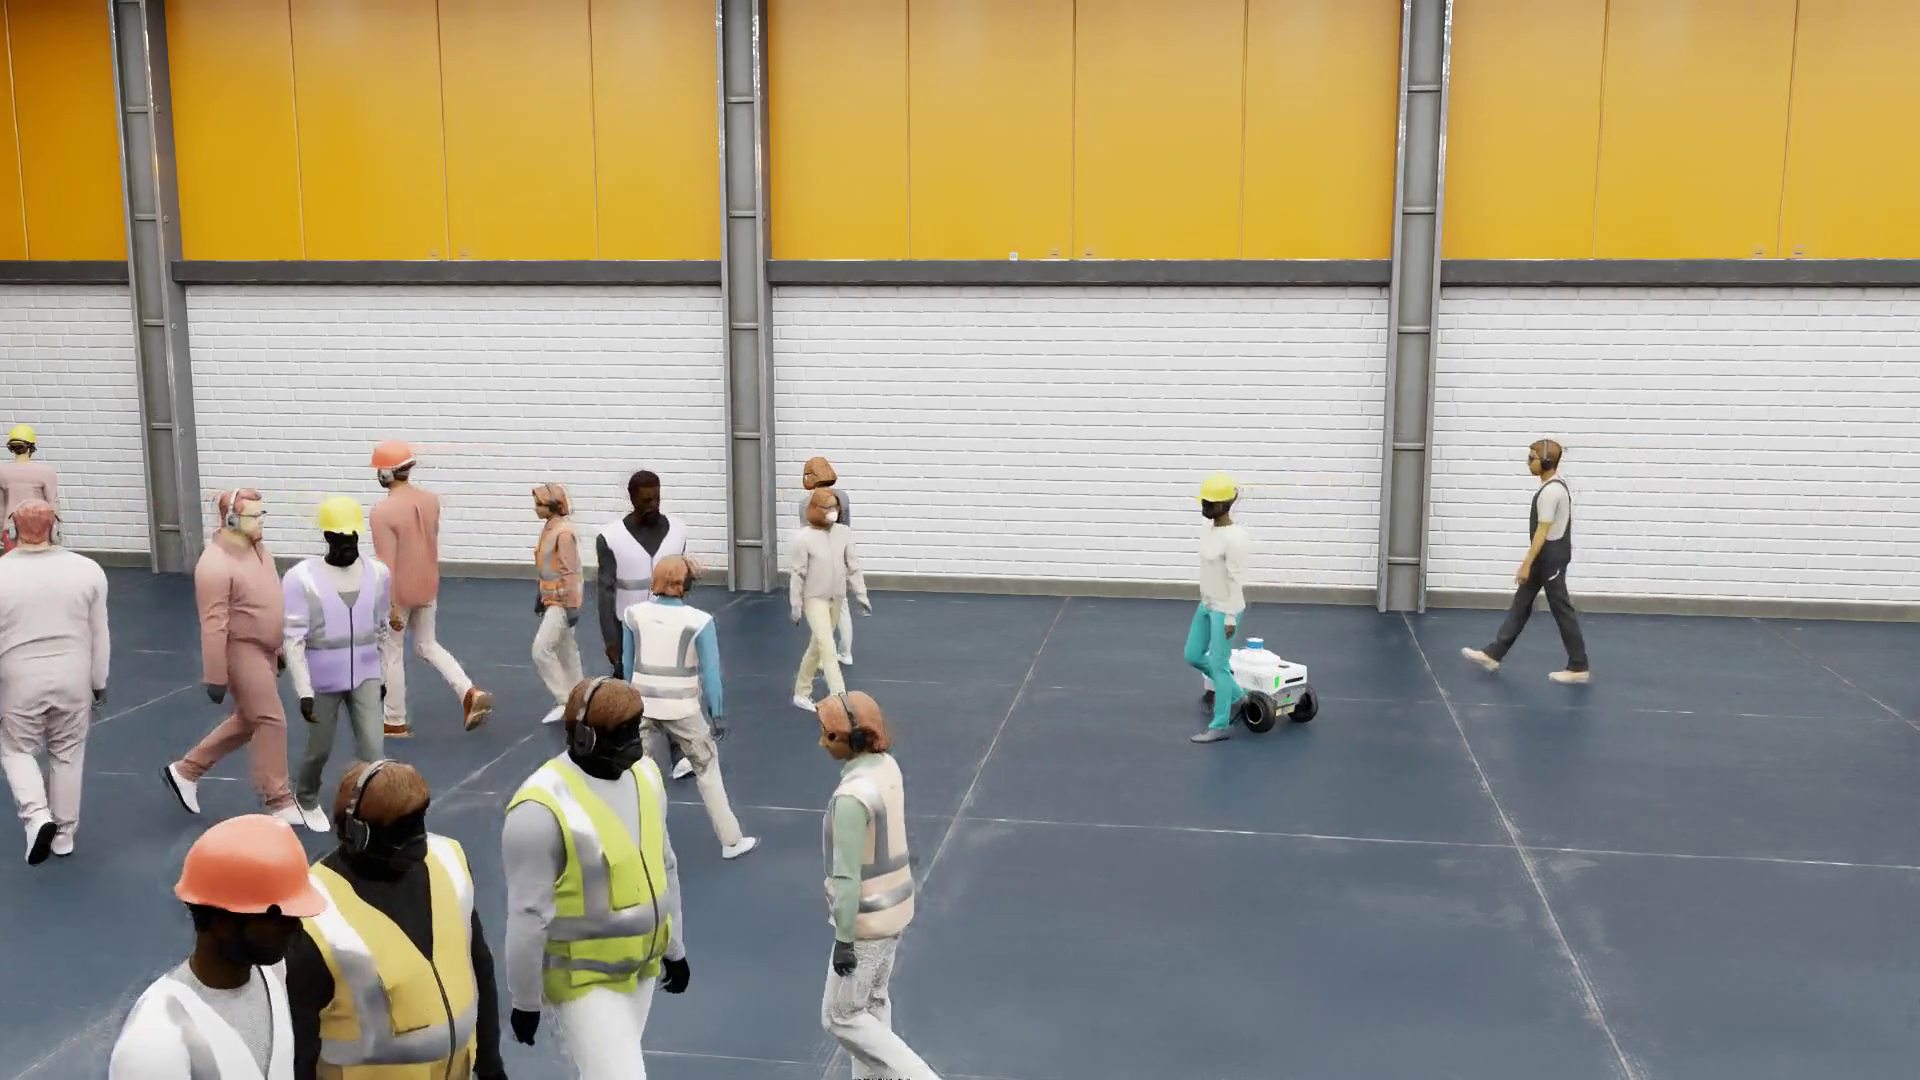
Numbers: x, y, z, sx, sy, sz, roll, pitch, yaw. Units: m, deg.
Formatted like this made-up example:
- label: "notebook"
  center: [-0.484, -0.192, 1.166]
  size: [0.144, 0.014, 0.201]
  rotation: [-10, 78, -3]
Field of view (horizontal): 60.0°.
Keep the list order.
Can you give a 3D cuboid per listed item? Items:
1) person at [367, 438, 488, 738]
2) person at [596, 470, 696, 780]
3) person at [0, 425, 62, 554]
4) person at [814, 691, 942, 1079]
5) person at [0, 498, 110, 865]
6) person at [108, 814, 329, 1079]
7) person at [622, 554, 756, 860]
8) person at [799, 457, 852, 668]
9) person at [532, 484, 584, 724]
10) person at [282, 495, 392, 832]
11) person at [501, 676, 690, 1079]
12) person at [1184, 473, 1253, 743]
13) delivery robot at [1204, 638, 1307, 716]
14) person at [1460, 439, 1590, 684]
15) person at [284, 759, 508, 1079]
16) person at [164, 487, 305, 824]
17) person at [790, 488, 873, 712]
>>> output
- label: "person"
  center: [-3.486, 0.327, 10.685]
  size: [0.772, 1.974, 0.613]
  rotation: [4, 10, 25]
- label: "person"
  center: [-1.873, 0.506, 9.956]
  size: [0.609, 1.857, 1.039]
  rotation: [-6, 11, -33]
- label: "person"
  center: [-7.774, -0.083, 13.889]
  size: [0.522, 1.758, 0.349]
  rotation: [-2, 9, -9]
- label: "person"
  center: [-0.270, 1.305, 5.727]
  size: [0.443, 1.621, 0.532]
  rotation: [2, 9, 13]
- label: "person"
  center: [-4.641, 0.738, 8.447]
  size: [0.645, 1.886, 0.569]
  rotation: [-7, 11, -37]
- label: "person"
  center: [-1.584, 1.515, 3.638]
  size: [1.034, 1.874, 0.599]
  rotation: [2, 9, 11]
- label: "person"
  center: [-1.431, 0.871, 8.506]
  size: [0.685, 1.603, 0.473]
  rotation: [2, 9, 10]
- label: "person"
  center: [-1.034, 0.174, 12.728]
  size: [0.312, 1.623, 0.498]
  rotation: [9, 13, 43]
- label: "person"
  center: [-2.717, 0.430, 11.109]
  size: [0.459, 1.619, 0.549]
  rotation: [-4, 10, -25]
- label: "person"
  center: [-3.279, 0.688, 8.737]
  size: [0.594, 1.898, 0.892]
  rotation: [-8, 12, -41]
- label: "person"
  center: [-1.035, 1.311, 5.040]
  size: [0.540, 1.828, 0.640]
  rotation: [4, 10, 24]
- label: "person"
  center: [1.666, 0.438, 10.655]
  size: [0.434, 1.751, 0.537]
  rotation: [-2, 10, -15]
- label: "delivery robot"
  center: [1.981, 0.905, 11.197]
  size: [0.477, 0.478, 0.707]
  rotation: [-7, 12, -37]
- label: "person"
  center: [4.232, 0.156, 12.264]
  size: [0.953, 1.794, 0.536]
  rotation: [3, 10, 18]
- label: "person"
  center: [-1.539, 1.432, 4.366]
  size: [0.723, 1.819, 0.628]
  rotation: [5, 10, 27]
- label: "person"
  center: [-3.961, 0.636, 9.076]
  size: [0.812, 1.878, 0.639]
  rotation: [-1, 9, -5]
- label: "person"
  center: [-0.879, 0.432, 11.205]
  size: [0.854, 1.584, 0.518]
  rotation: [9, 13, 43]
